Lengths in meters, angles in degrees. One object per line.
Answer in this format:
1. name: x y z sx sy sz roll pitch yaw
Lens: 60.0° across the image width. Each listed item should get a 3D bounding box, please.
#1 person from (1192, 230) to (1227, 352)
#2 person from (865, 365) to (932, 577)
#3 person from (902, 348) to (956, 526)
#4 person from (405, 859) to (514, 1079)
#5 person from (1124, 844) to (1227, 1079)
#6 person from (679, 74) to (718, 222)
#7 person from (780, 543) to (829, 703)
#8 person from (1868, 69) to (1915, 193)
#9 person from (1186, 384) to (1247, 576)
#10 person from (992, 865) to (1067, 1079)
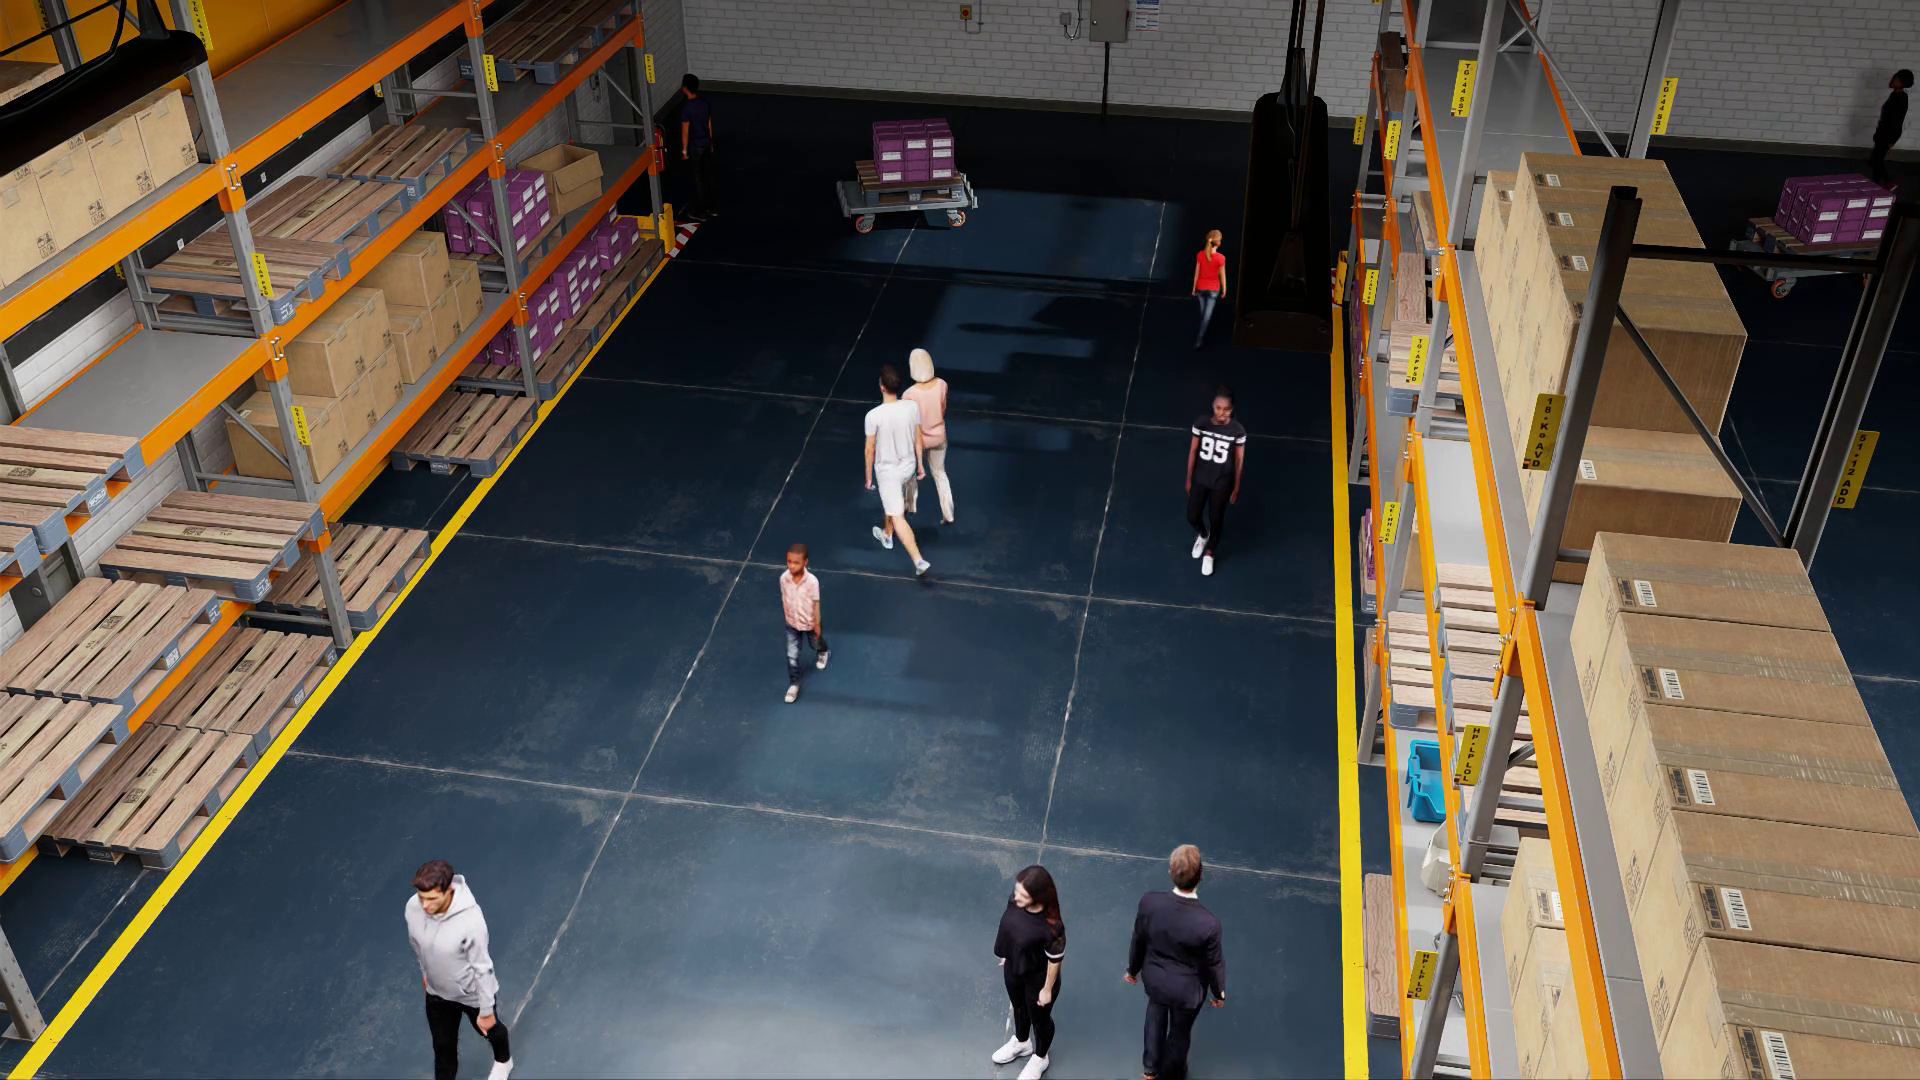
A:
1. person: 2.592 -2.609 17.499 0.663 1.291 0.945 14 36 20
2. person: -0.494 -0.544 13.917 1.218 1.817 1.282 -21 39 -28
3. person: -0.253 -0.872 14.513 0.946 1.703 1.066 -16 37 -23
4. person: -2.756 2.442 9.353 0.782 1.897 1.033 10 35 15
5. person: 1.165 2.497 9.357 0.825 1.801 0.786 19 38 26
6. person: -3.196 -4.814 20.366 0.764 1.790 0.635 23 40 31
7. person: -1.170 0.569 12.716 0.547 1.293 0.898 9 35 13
8. person: 11.720 -5.073 20.866 0.661 1.668 0.607 7 34 10
9. person: 2.140 -0.531 13.985 0.664 1.719 0.704 10 35 15
10. person: 0.411 2.465 9.551 0.764 1.641 0.712 -24 41 -32
